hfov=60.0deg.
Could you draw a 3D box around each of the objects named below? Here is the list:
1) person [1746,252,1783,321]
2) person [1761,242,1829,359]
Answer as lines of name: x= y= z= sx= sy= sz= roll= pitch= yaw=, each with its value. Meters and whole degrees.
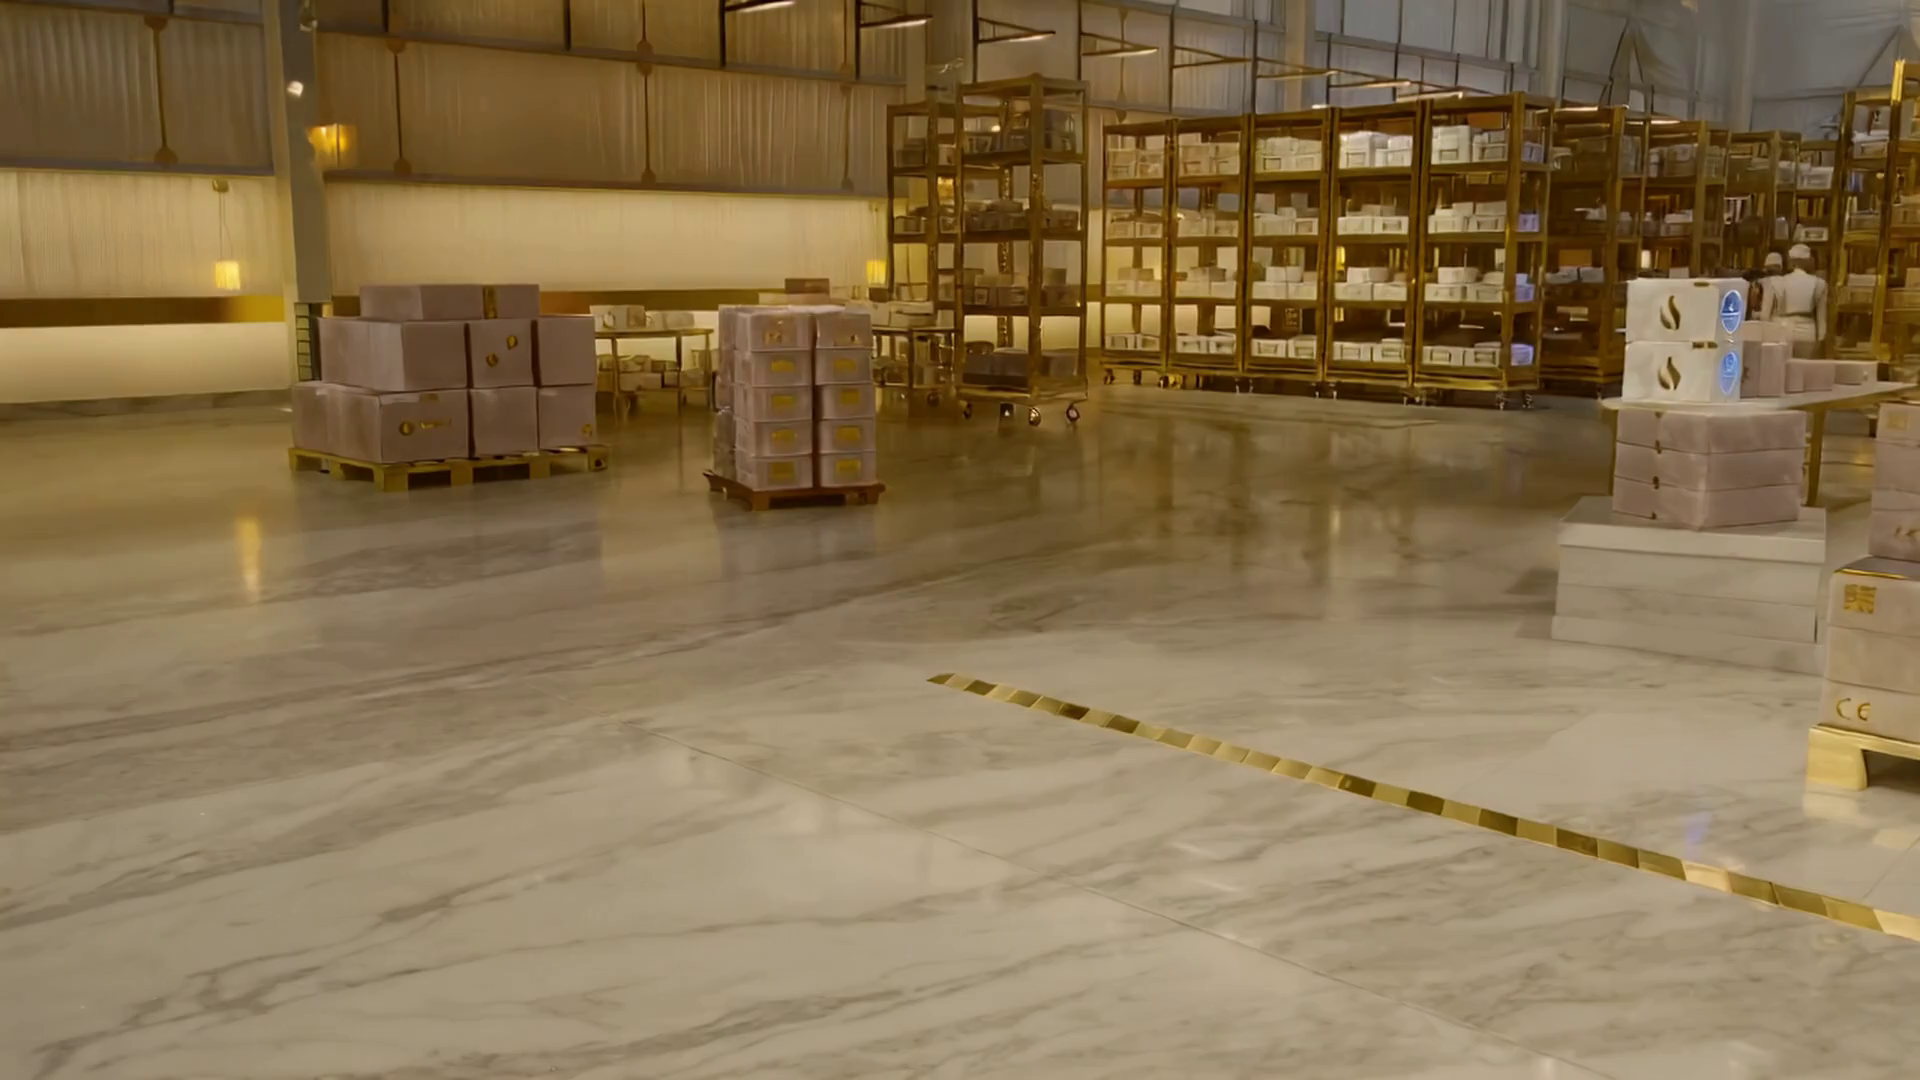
person: x=9.918 y=-2.604 z=20.412 sx=0.591 sy=1.834 sz=0.404 roll=2 pitch=10 yaw=11
person: x=8.664 y=-2.125 z=17.260 sx=0.602 sy=1.924 sz=0.753 roll=2 pitch=10 yaw=12
